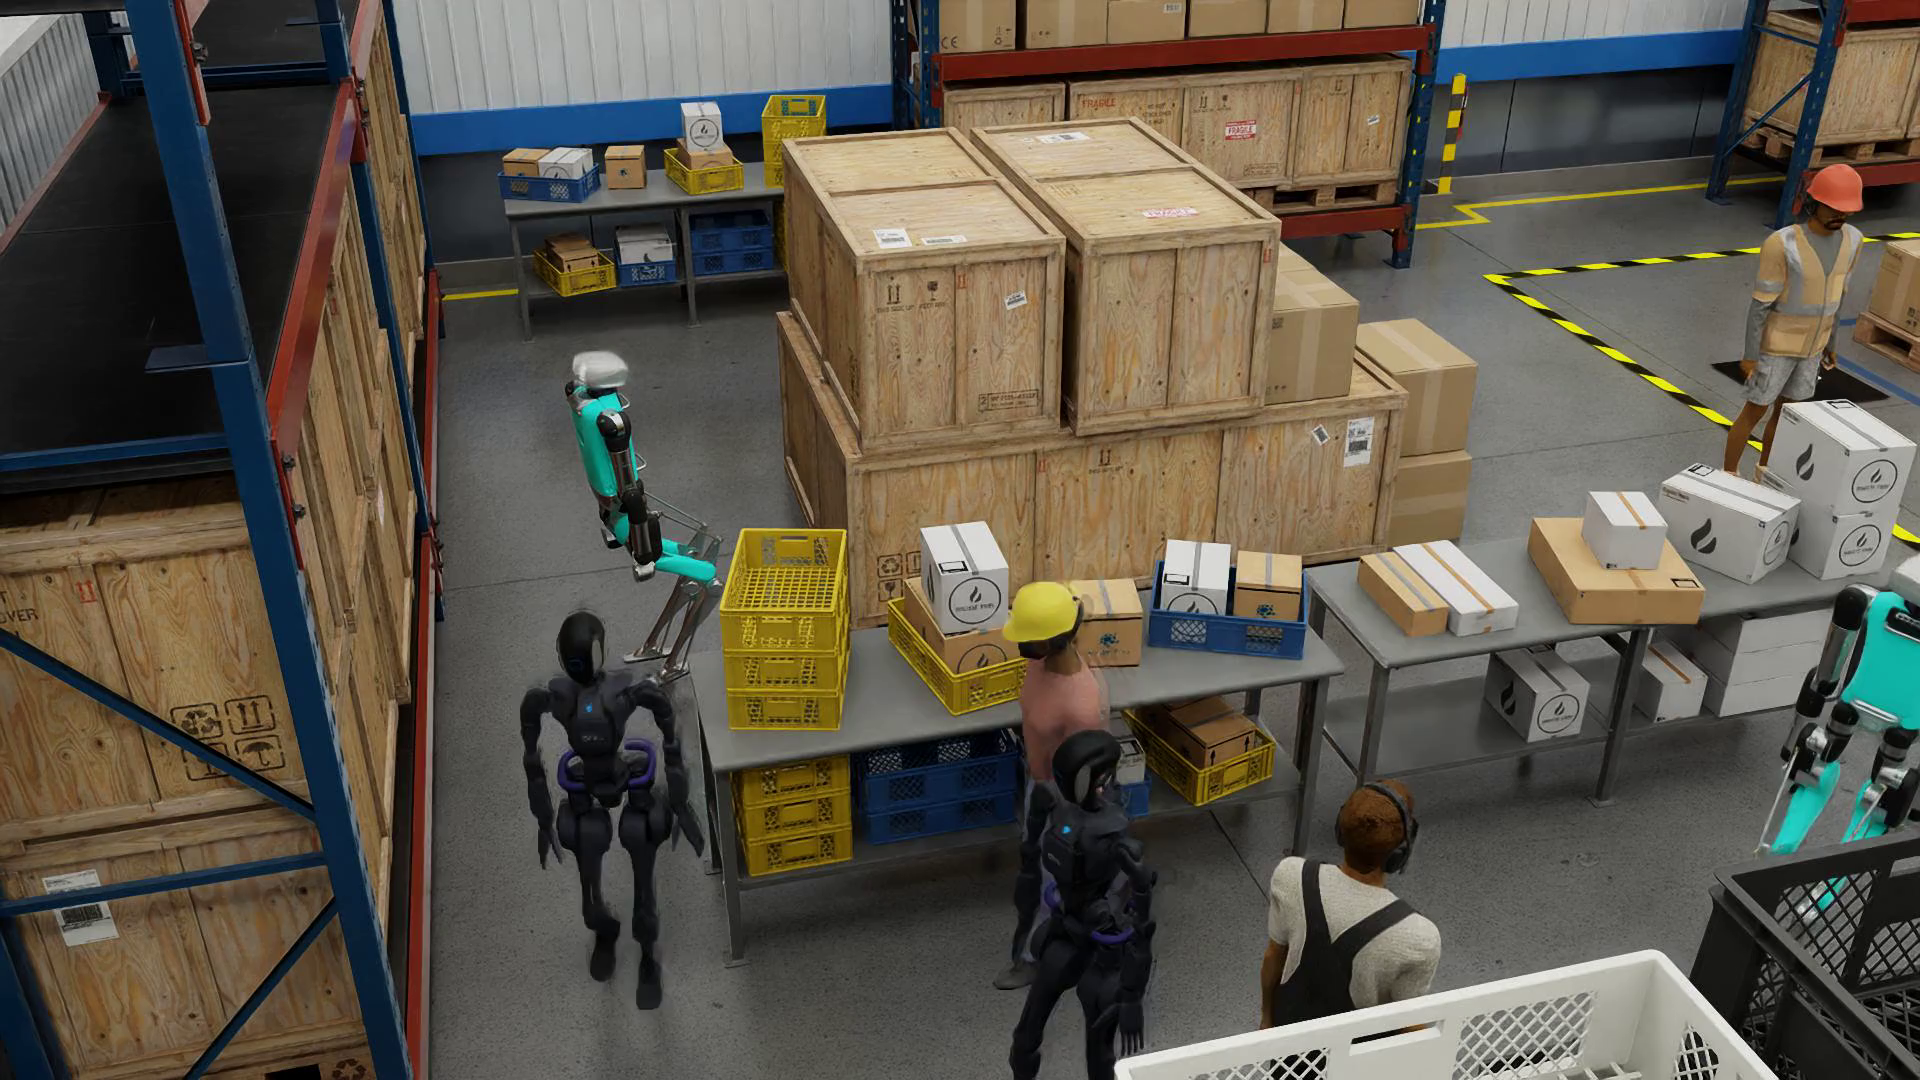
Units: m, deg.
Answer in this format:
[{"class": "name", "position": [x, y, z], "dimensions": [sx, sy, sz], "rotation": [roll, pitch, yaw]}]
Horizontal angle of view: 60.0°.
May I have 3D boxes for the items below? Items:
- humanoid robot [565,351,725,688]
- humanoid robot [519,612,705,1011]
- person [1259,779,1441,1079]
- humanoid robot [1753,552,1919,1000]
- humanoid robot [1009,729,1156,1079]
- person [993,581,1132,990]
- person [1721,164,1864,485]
[{"class": "humanoid robot", "position": [-1.375, -0.122, 7.674], "dimensions": [0.735, 1.681, 0.533], "rotation": [-16, 33, -27]}, {"class": "humanoid robot", "position": [-1.222, 0.956, 5.935], "dimensions": [0.600, 1.645, 0.492], "rotation": [-2, 29, -3]}, {"class": "person", "position": [1.089, 1.471, 4.828], "dimensions": [0.505, 1.838, 0.336], "rotation": [20, 35, 32]}, {"class": "humanoid robot", "position": [3.061, 0.978, 5.874], "dimensions": [0.886, 1.829, 0.558], "rotation": [-25, 38, -38]}, {"class": "humanoid robot", "position": [0.363, 1.325, 5.256], "dimensions": [0.482, 1.652, 0.608], "rotation": [-22, 36, -34]}, {"class": "person", "position": [0.426, 0.877, 6.003], "dimensions": [0.588, 1.740, 0.528], "rotation": [-10, 30, -17]}, {"class": "person", "position": [4.649, -1.088, 9.257], "dimensions": [0.615, 2.039, 0.379], "rotation": [-8, 30, -14]}]
